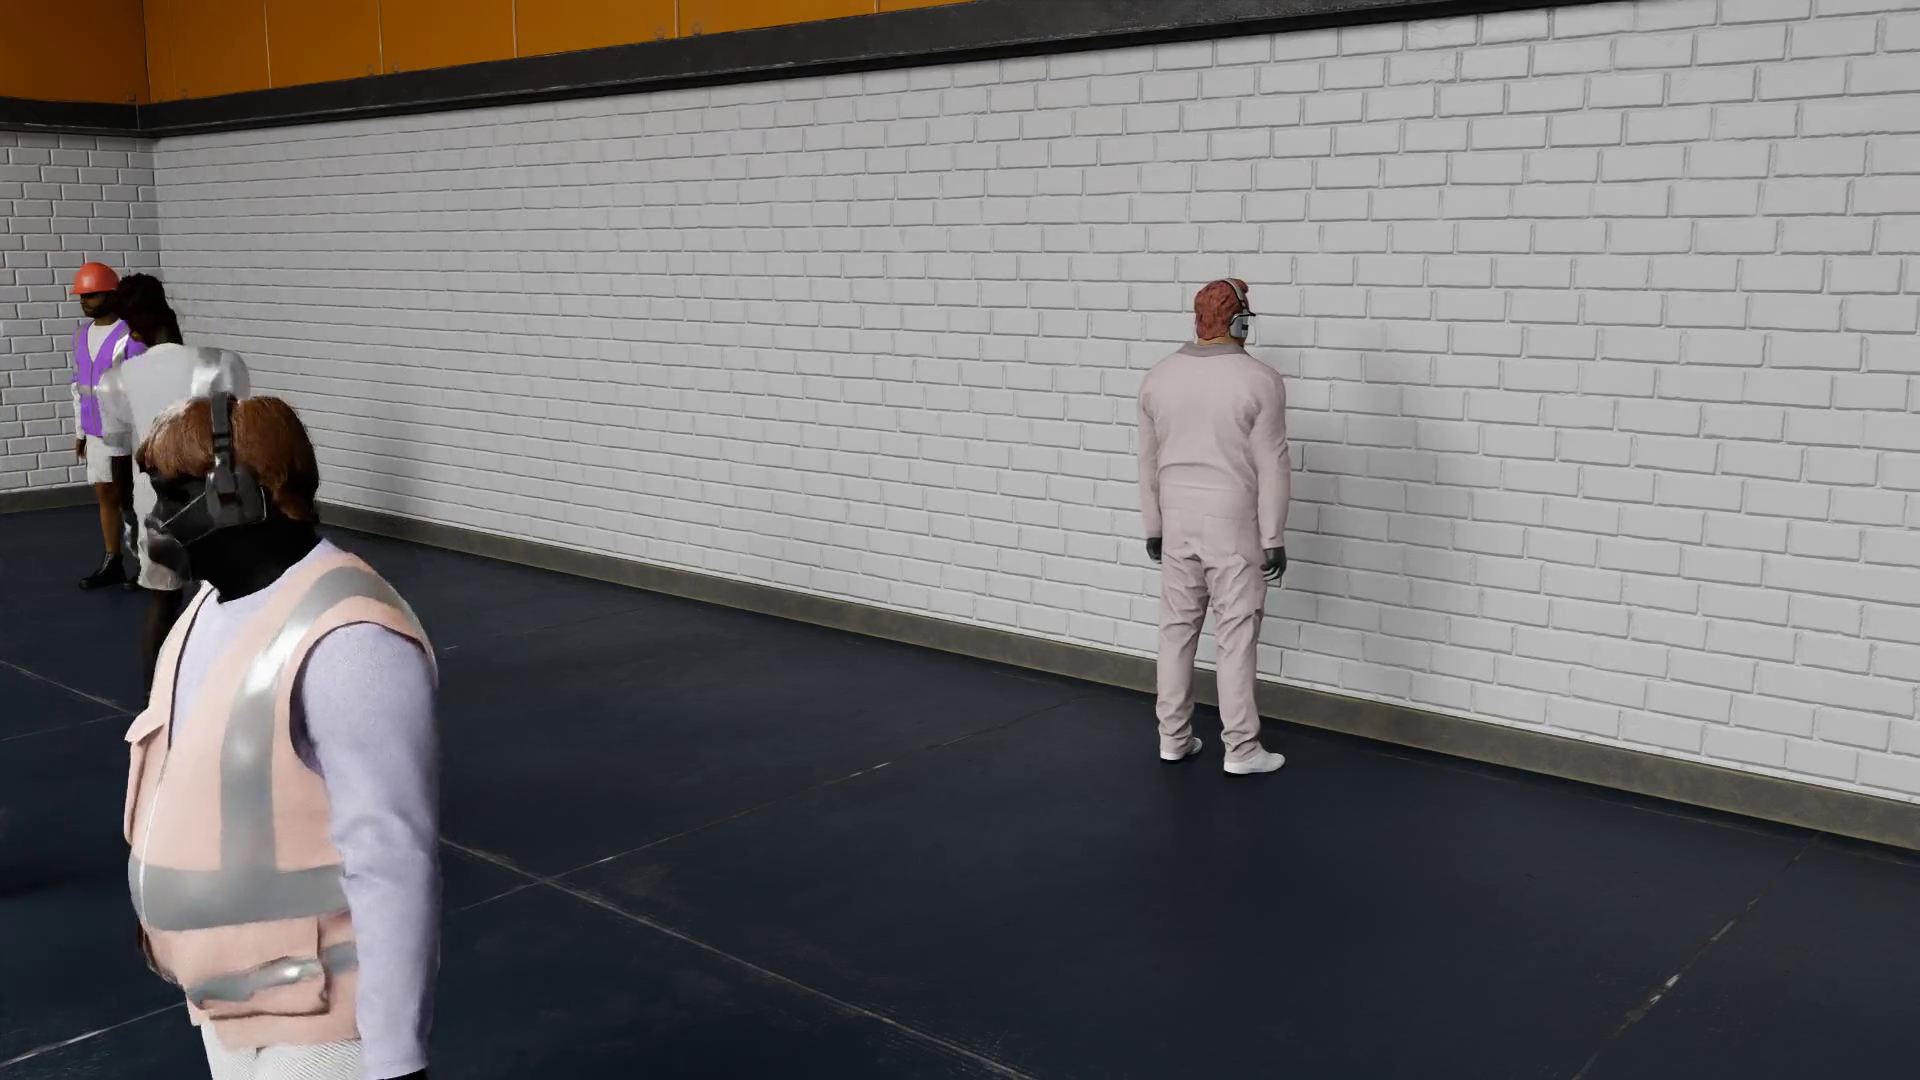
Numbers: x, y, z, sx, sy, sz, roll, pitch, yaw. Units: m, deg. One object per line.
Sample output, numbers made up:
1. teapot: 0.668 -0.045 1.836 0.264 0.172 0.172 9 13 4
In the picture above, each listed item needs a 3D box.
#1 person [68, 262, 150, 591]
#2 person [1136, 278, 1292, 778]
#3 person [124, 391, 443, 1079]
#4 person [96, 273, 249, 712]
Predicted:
1. person: -5.013 -0.659 9.828 0.545 1.938 0.362 3 10 16
2. person: 0.995 -0.047 6.428 0.643 1.910 0.400 9 13 41
3. person: -1.022 0.684 2.555 0.655 1.841 0.439 9 14 43
4. person: -3.156 -0.113 6.789 0.659 1.932 0.407 1 10 5
